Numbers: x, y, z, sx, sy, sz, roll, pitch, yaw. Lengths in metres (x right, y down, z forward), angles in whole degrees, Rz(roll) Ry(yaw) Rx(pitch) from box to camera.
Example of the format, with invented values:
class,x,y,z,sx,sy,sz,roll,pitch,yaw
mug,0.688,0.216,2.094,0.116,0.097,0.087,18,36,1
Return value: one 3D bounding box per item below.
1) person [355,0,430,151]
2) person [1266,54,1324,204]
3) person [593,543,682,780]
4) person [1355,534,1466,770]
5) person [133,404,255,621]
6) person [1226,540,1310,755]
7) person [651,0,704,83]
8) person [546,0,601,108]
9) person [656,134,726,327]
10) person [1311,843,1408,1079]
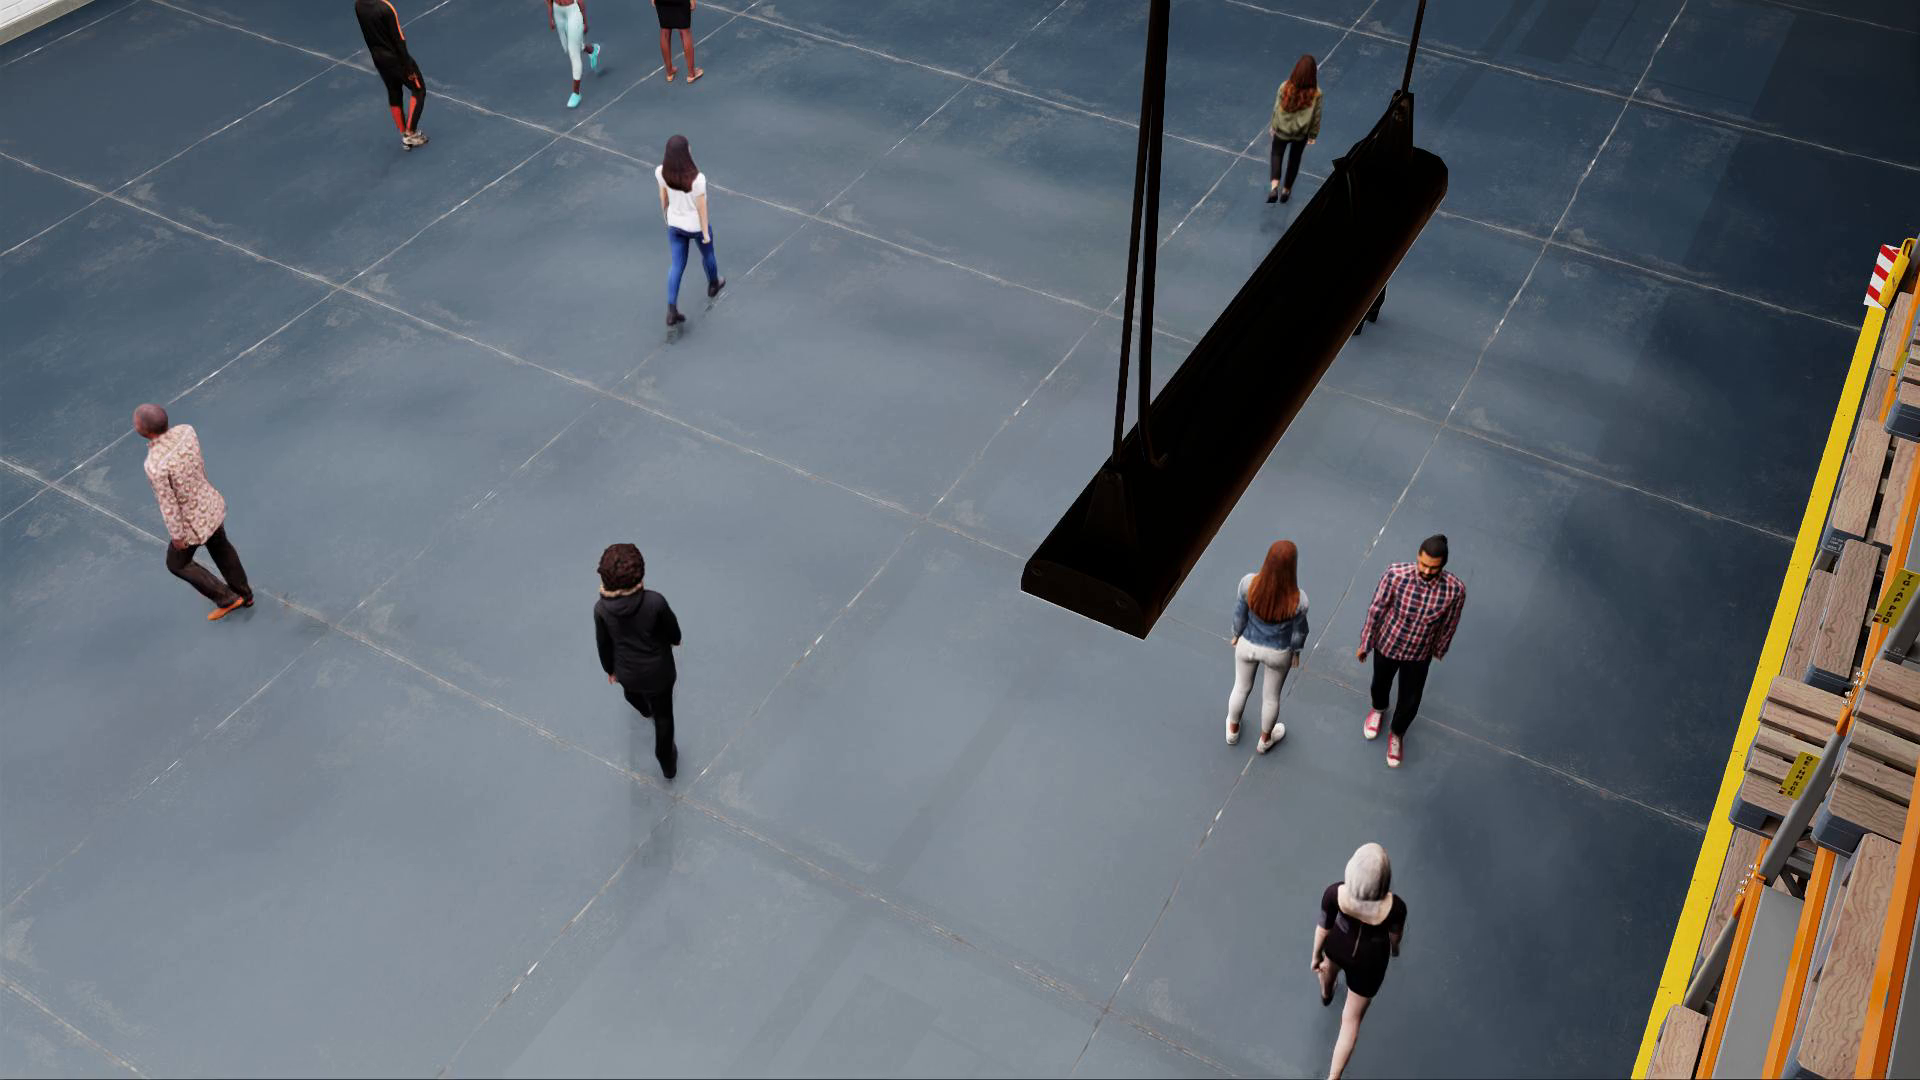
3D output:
class,x,y,z,sx,sy,sz,roll,pitch,yaw
person,-5.379,-4.465,15.604,0.700,1.803,0.656,16,46,16
person,2.985,-3.653,14.994,0.684,1.468,0.778,12,45,12
person,-1.920,0.809,10.114,0.976,1.741,1.107,-3,44,-3
person,2.780,0.586,10.342,0.748,1.749,0.772,16,46,17
person,-5.032,-0.160,11.092,0.864,1.793,0.709,5,44,6
person,1.882,0.673,10.285,0.636,1.700,0.536,17,46,17
person,-2.898,-5.446,16.694,0.673,1.720,0.624,6,44,6
person,-3.824,-5.196,16.443,0.690,1.705,1.053,13,45,13
person,-2.278,-2.500,13.655,0.753,1.647,1.148,14,45,14
person,2.036,2.228,8.587,0.680,1.792,1.134,16,46,16
